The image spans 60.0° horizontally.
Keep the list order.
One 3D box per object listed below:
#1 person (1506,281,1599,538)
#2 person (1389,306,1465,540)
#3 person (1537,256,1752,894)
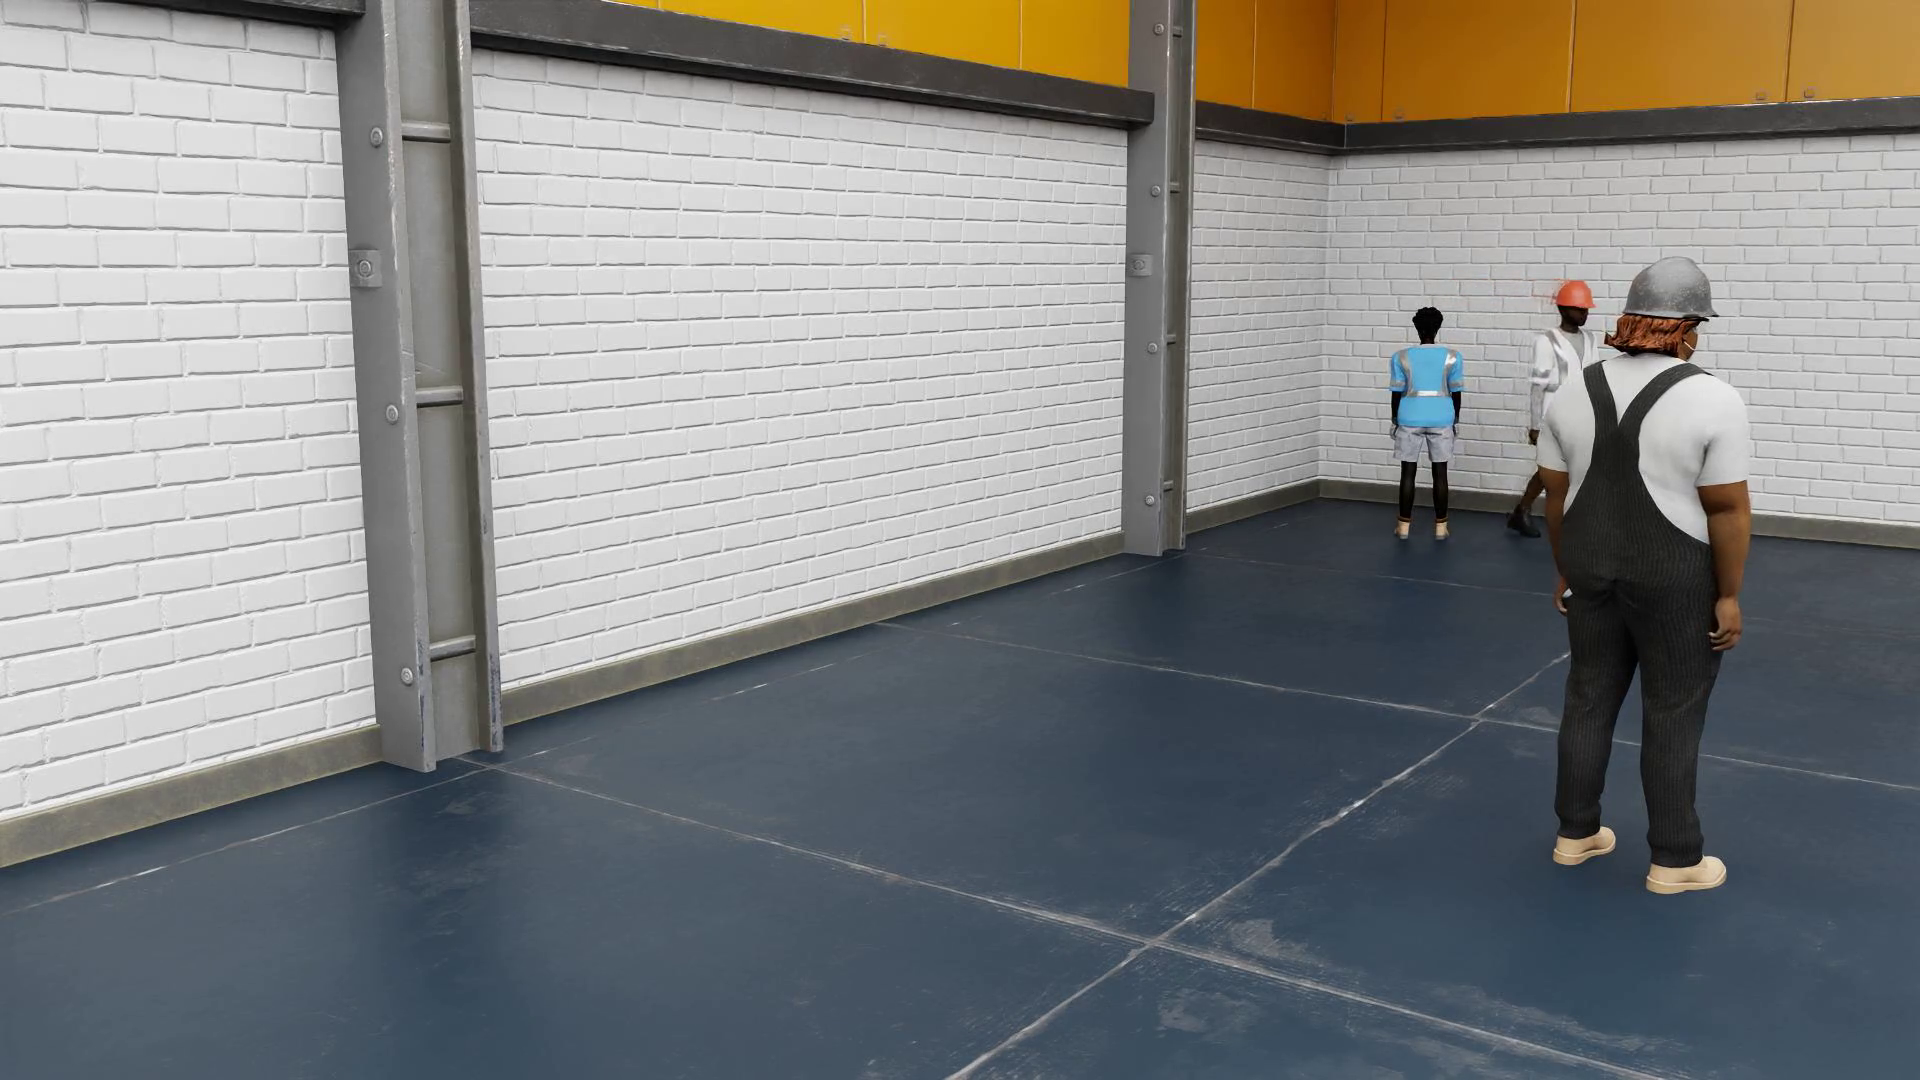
[{"bbox_3d":[4.308,-0.900,11.873,0.565,1.889,0.988,-6,11,-32],"label":"person"},{"bbox_3d":[3.379,-0.843,12.085,0.532,1.696,0.318,2,10,11],"label":"person"},{"bbox_3d":[2.257,0.105,5.412,0.539,2.000,0.689,-7,12,-36],"label":"person"}]
